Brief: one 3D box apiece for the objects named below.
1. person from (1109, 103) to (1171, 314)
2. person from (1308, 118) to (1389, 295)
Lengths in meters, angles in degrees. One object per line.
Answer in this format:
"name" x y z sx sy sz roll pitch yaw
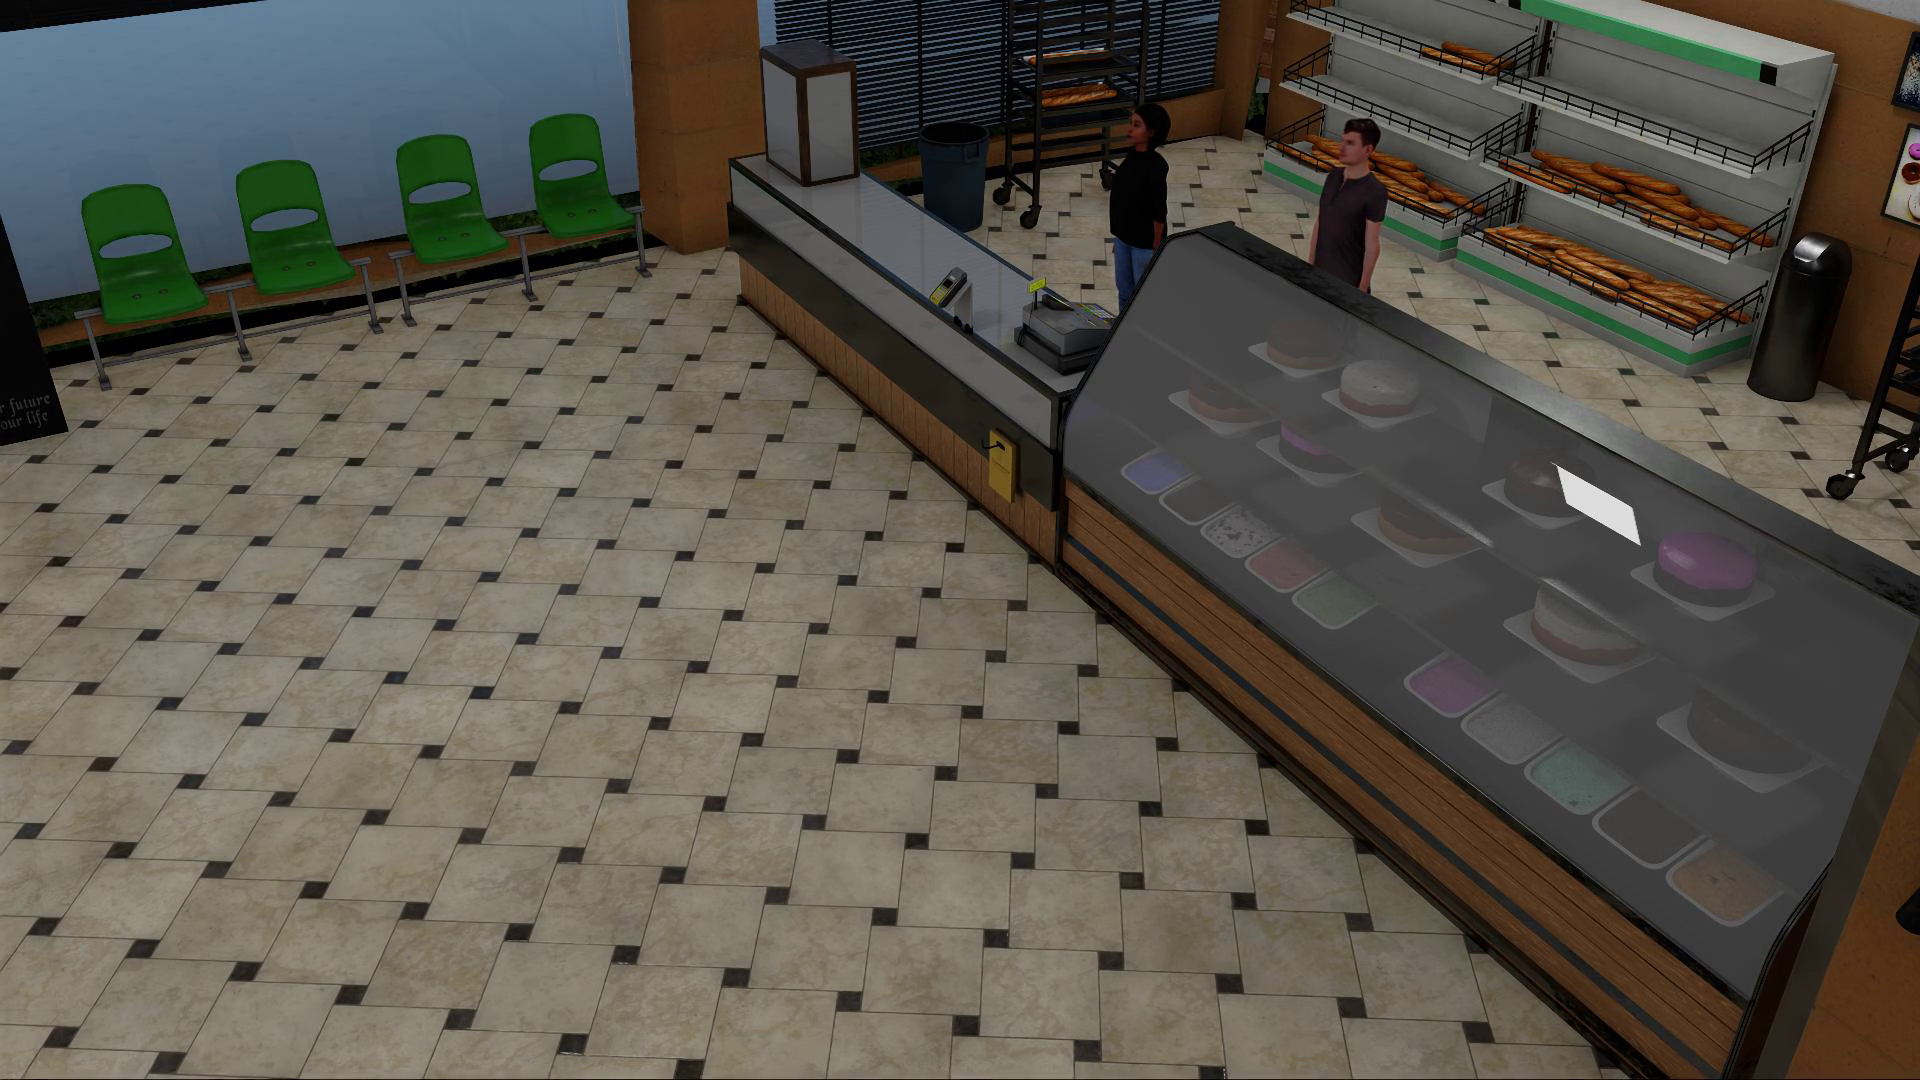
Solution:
"person" 1.080 -1.787 10.006 0.519 1.702 0.550 -17 36 -25
"person" 2.143 -1.460 9.337 0.525 1.853 0.632 -17 36 -25
